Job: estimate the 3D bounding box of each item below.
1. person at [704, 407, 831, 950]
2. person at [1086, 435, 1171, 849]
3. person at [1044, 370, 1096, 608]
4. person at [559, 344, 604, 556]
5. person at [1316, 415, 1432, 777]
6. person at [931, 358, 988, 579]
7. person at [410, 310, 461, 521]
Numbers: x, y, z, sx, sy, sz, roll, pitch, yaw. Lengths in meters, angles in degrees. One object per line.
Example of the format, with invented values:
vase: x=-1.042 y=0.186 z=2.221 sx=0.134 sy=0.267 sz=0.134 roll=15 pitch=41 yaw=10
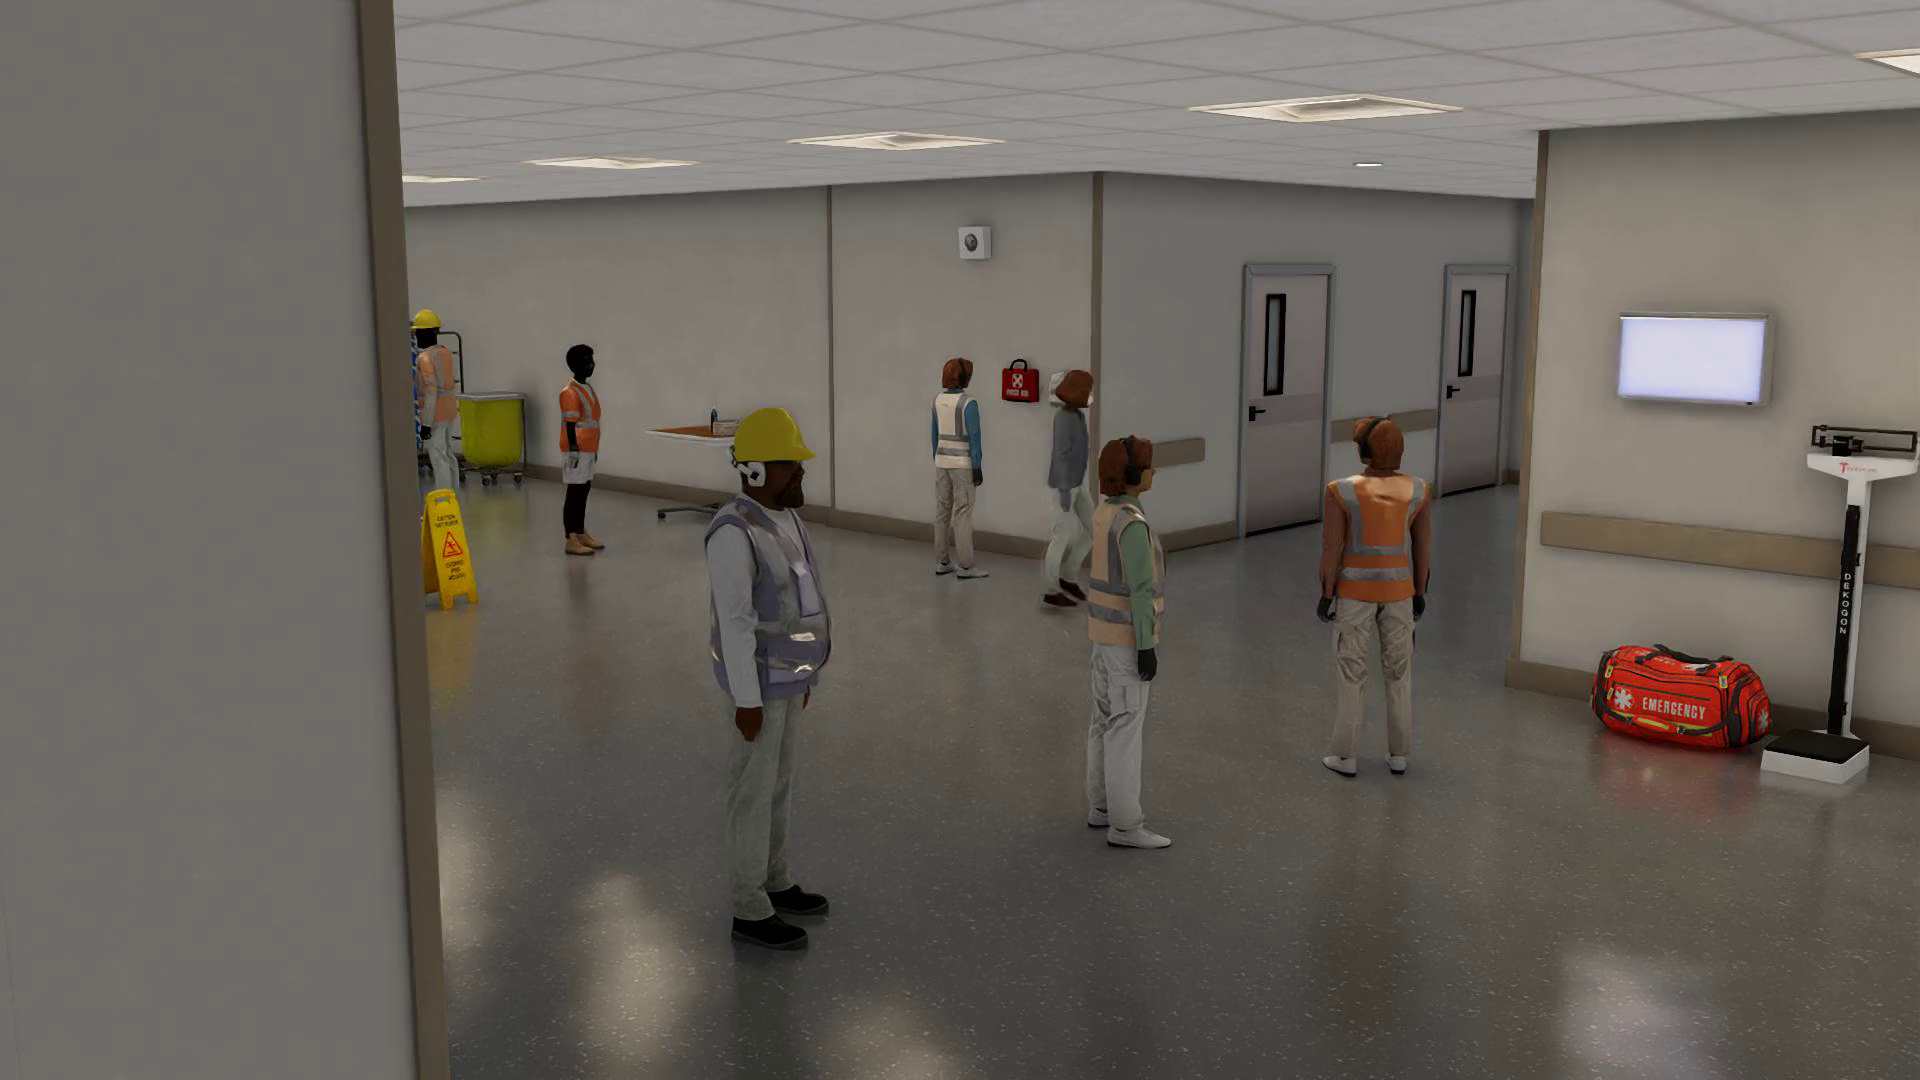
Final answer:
person: x=-0.642 y=0.461 z=5.716 sx=0.403 sy=1.834 sz=0.589 roll=2 pitch=9 yaw=11
person: x=0.660 y=0.403 z=6.656 sx=0.307 sy=1.645 sz=0.514 roll=-2 pitch=9 yaw=-12
person: x=0.764 y=-0.342 z=11.279 sx=0.425 sy=1.615 sz=0.535 roll=4 pitch=10 yaw=22
person: x=-3.061 y=-0.732 z=13.447 sx=0.319 sy=1.695 sz=0.539 roll=1 pitch=9 yaw=5
person: x=1.872 y=0.260 z=7.531 sx=0.523 sy=1.643 sz=0.306 roll=-1 pitch=9 yaw=-7
person: x=-0.021 y=-0.534 z=12.407 sx=0.310 sy=1.642 sz=0.514 roll=-8 pitch=12 yaw=-40
person: x=-4.799 y=-1.129 z=15.183 sx=0.388 sy=1.926 sz=0.590 roll=0 pitch=9 yaw=2
